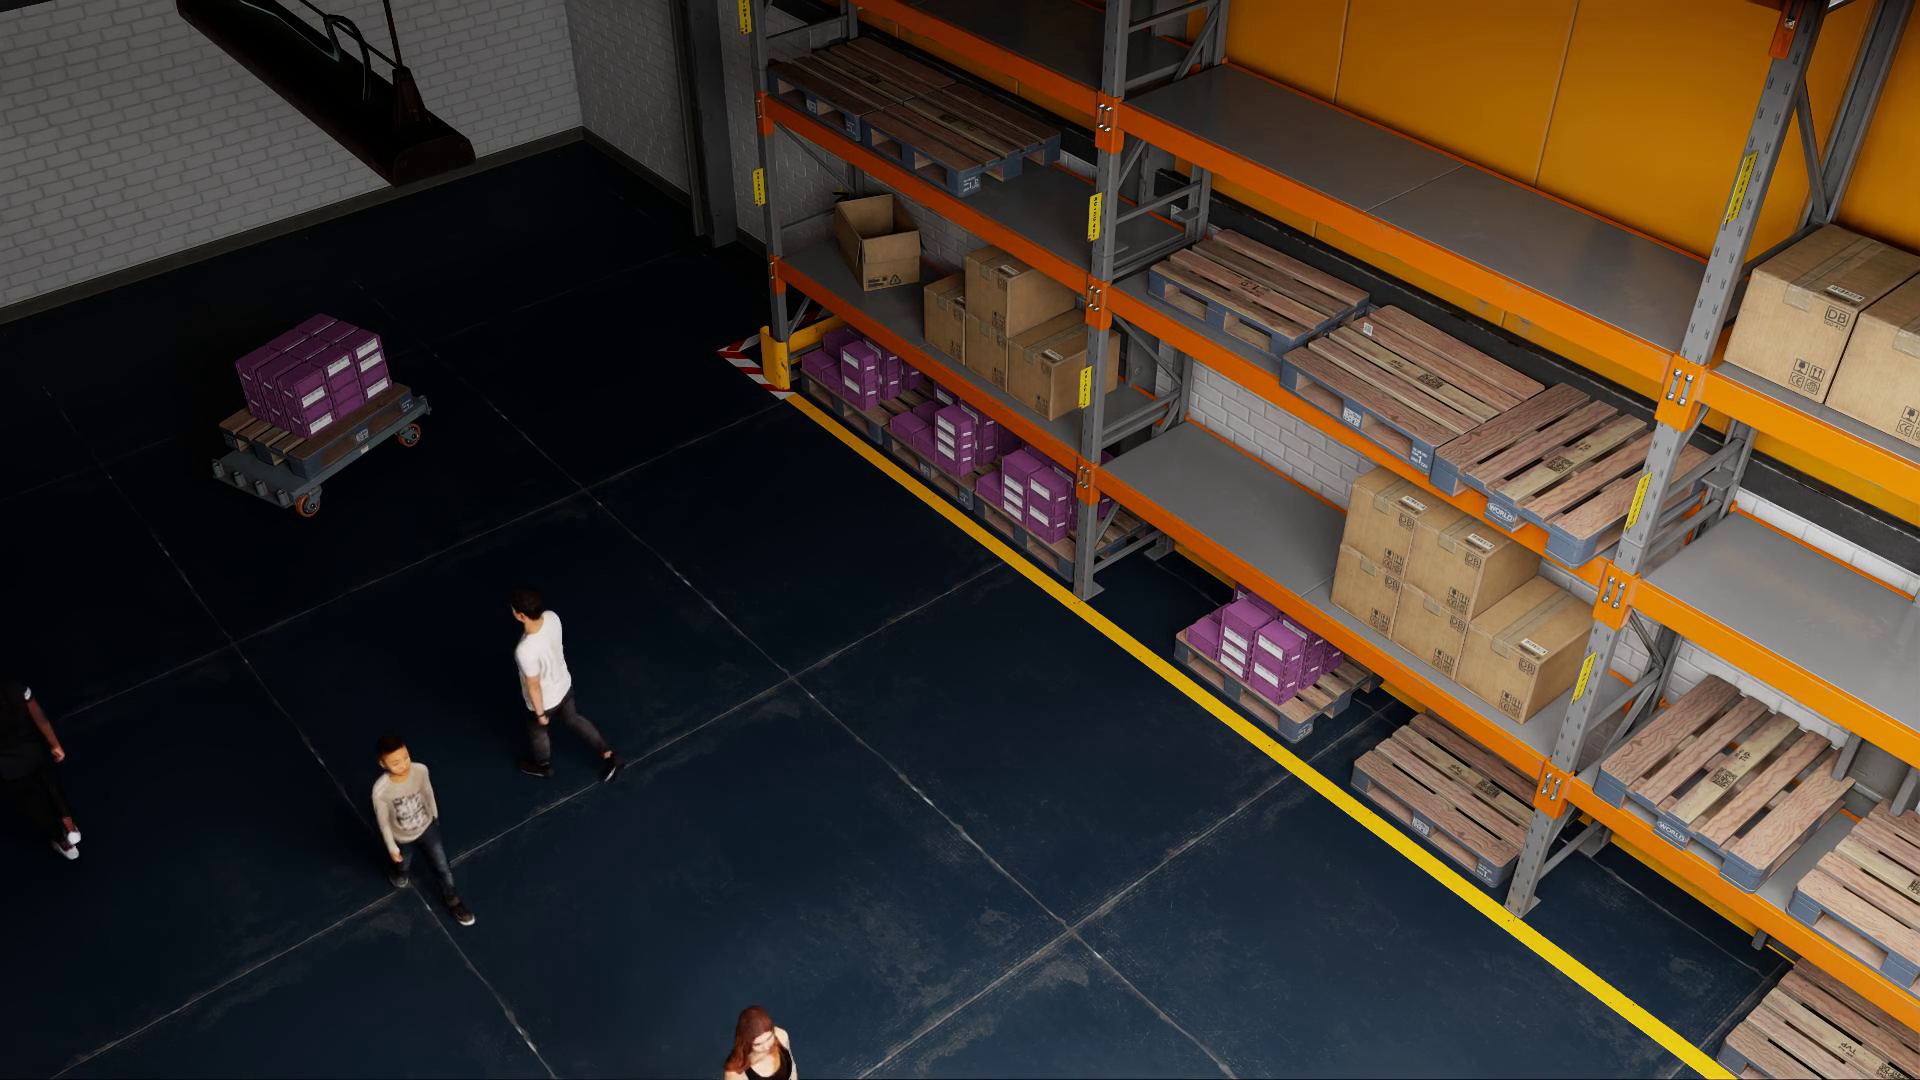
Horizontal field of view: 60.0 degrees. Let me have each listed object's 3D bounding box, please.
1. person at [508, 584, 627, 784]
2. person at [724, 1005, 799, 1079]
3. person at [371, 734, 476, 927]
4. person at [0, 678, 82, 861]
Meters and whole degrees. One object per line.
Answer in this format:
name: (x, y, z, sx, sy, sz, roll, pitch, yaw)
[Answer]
person: (-2.630, 0.979, 10.886, 1.147, 1.700, 0.969, 12, 40, 14)
person: (-1.051, 2.876, 8.503, 0.968, 1.708, 0.659, 29, 47, 31)
person: (-3.389, 1.733, 10.150, 0.576, 1.439, 0.974, -30, 48, -32)
person: (-5.808, 1.404, 10.338, 0.684, 1.720, 0.671, 28, 47, 31)
